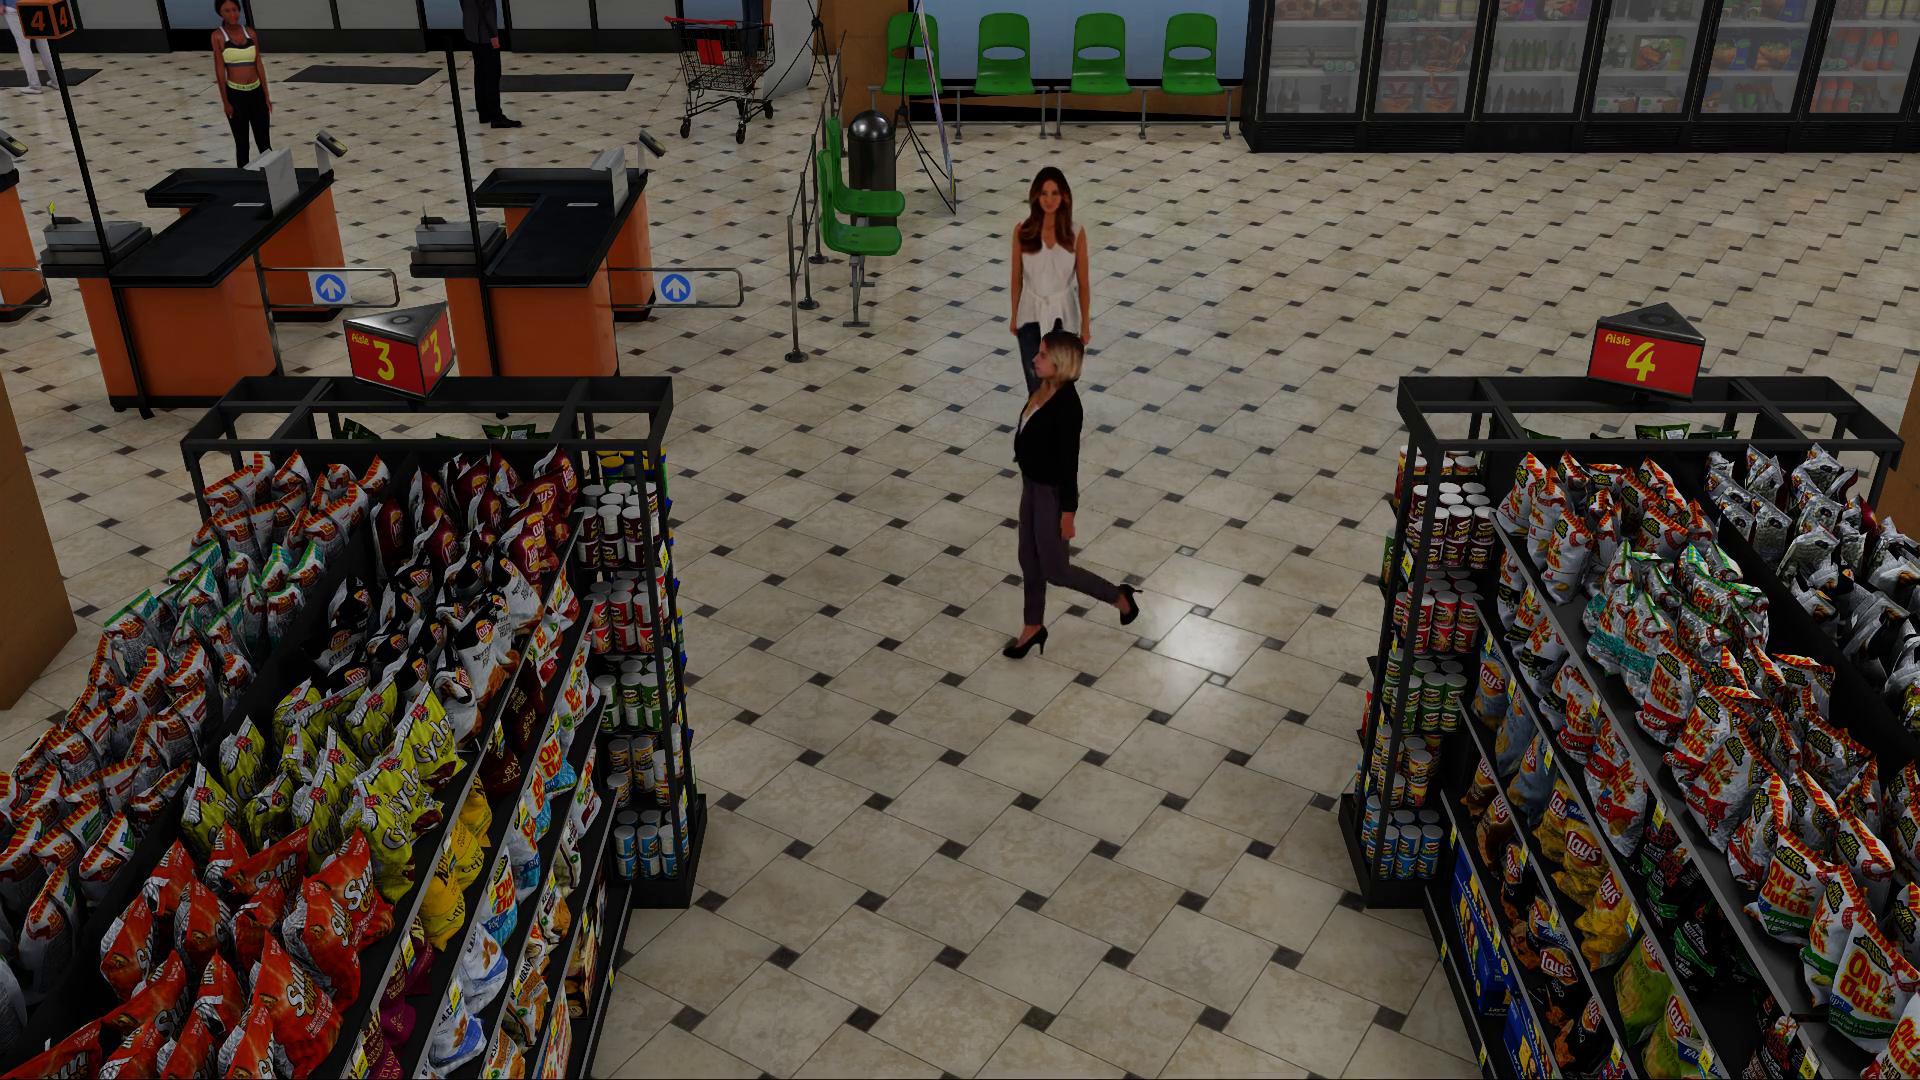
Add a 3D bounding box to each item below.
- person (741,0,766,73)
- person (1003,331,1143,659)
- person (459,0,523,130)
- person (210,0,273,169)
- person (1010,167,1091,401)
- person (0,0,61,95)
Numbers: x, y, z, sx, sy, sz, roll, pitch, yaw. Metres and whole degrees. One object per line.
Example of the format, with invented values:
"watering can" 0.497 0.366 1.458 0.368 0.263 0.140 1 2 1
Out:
"person" -2.316 -6.109 18.370 0.734 1.790 0.620 -15 32 -26
"person" 0.500 -0.169 7.631 0.765 1.655 0.880 -5 29 -10
"person" -4.666 -4.986 16.257 0.864 1.842 0.775 -21 35 -33
"person" -6.015 -3.698 13.990 0.639 1.755 0.695 -24 37 -37
"person" 0.508 -1.261 9.534 0.593 1.748 1.083 0 29 0
"person" -9.850 -5.655 17.436 0.803 1.887 0.692 16 33 27
